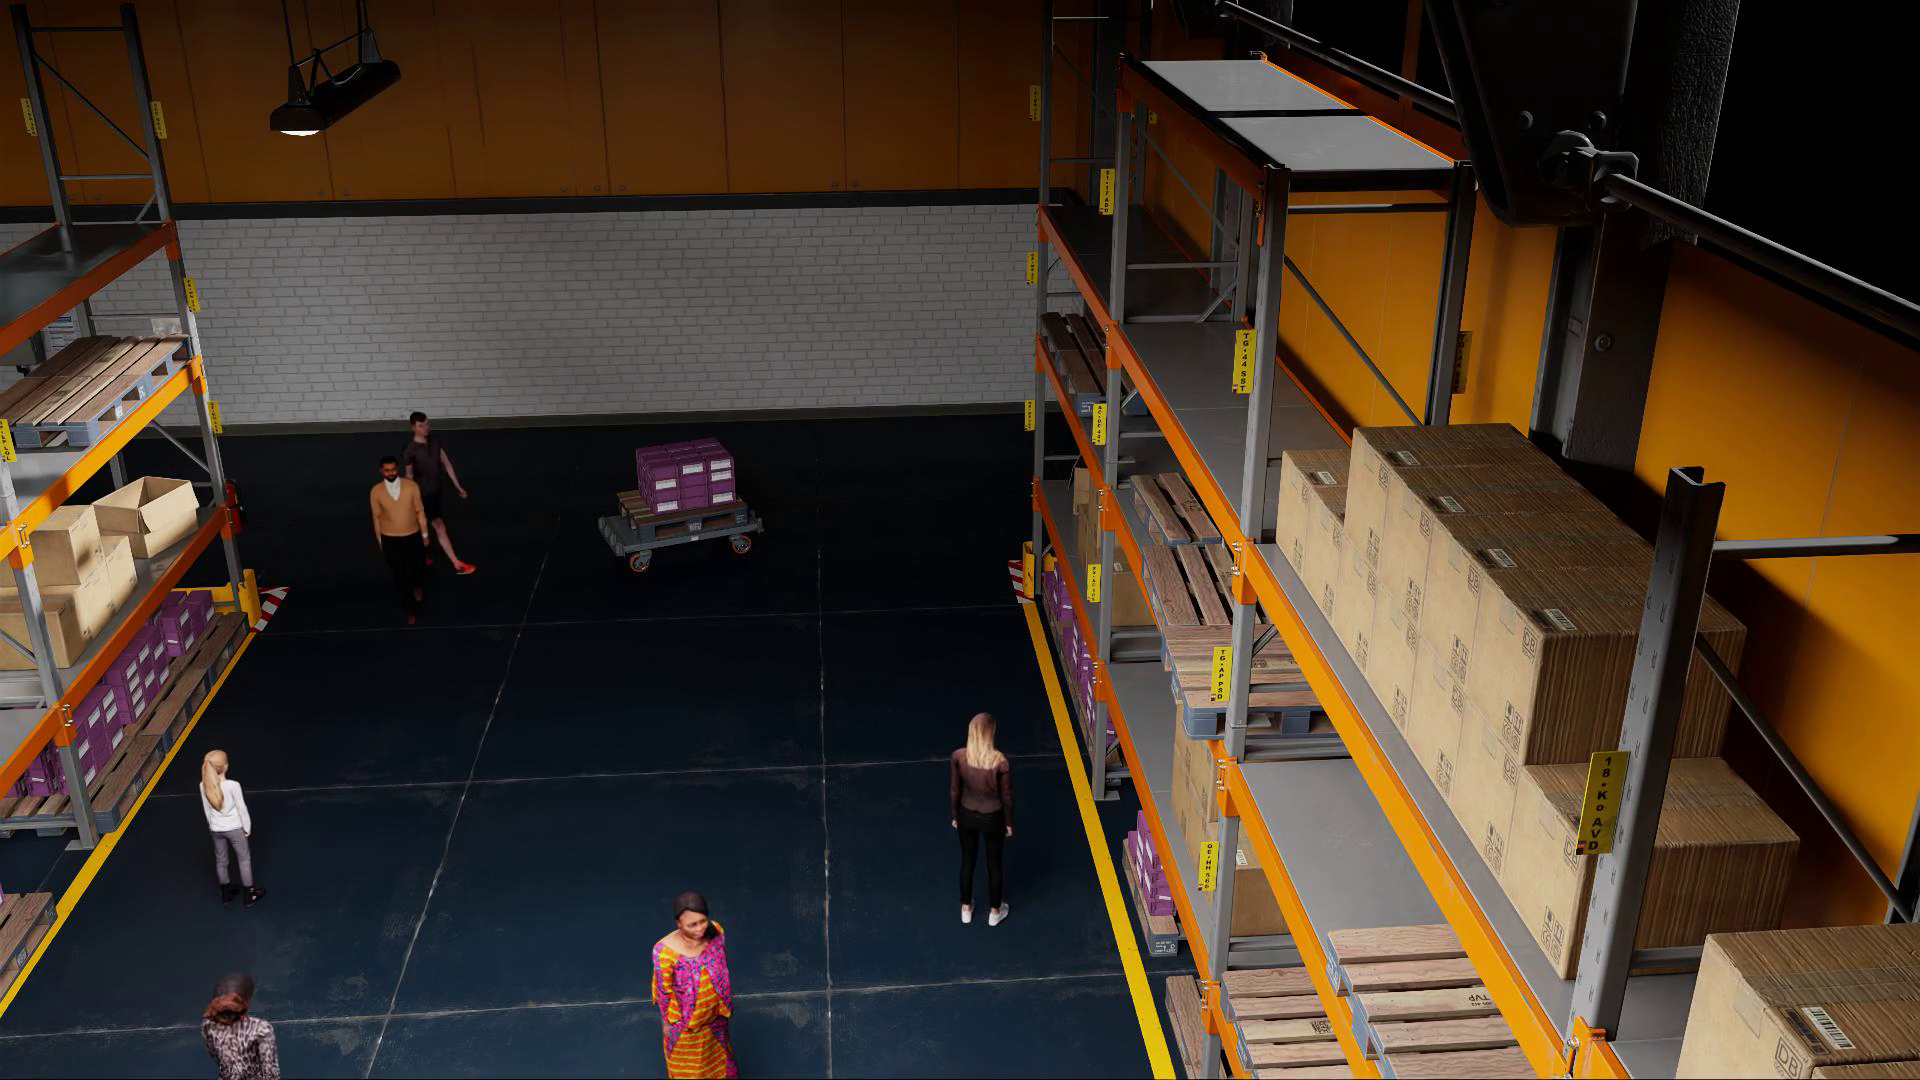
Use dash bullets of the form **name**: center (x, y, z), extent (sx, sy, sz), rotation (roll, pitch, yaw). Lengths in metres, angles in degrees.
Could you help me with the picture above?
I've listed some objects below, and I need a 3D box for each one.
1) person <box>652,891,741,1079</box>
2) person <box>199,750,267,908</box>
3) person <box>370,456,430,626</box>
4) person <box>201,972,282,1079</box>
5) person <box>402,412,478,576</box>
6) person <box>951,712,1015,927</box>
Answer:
- **person**: center (-1.598, 2.842, 10.162), extent (0.792, 1.679, 0.835), rotation (-19, 30, -36)
- **person**: center (-5.422, 2.129, 12.298), extent (0.515, 1.276, 0.525), rotation (2, 24, 5)
- **person**: center (-5.596, -0.045, 16.686), extent (0.822, 1.744, 1.015), rotation (-9, 25, -19)
- **person**: center (-4.020, 3.224, 9.306), extent (0.680, 1.665, 1.161), rotation (1, 24, 1)
- **person**: center (-5.703, -0.491, 17.643), extent (1.118, 1.795, 1.239), rotation (10, 25, 21)
- **person**: center (0.151, 2.017, 12.021), extent (0.668, 1.703, 0.623), rotation (6, 24, 14)
